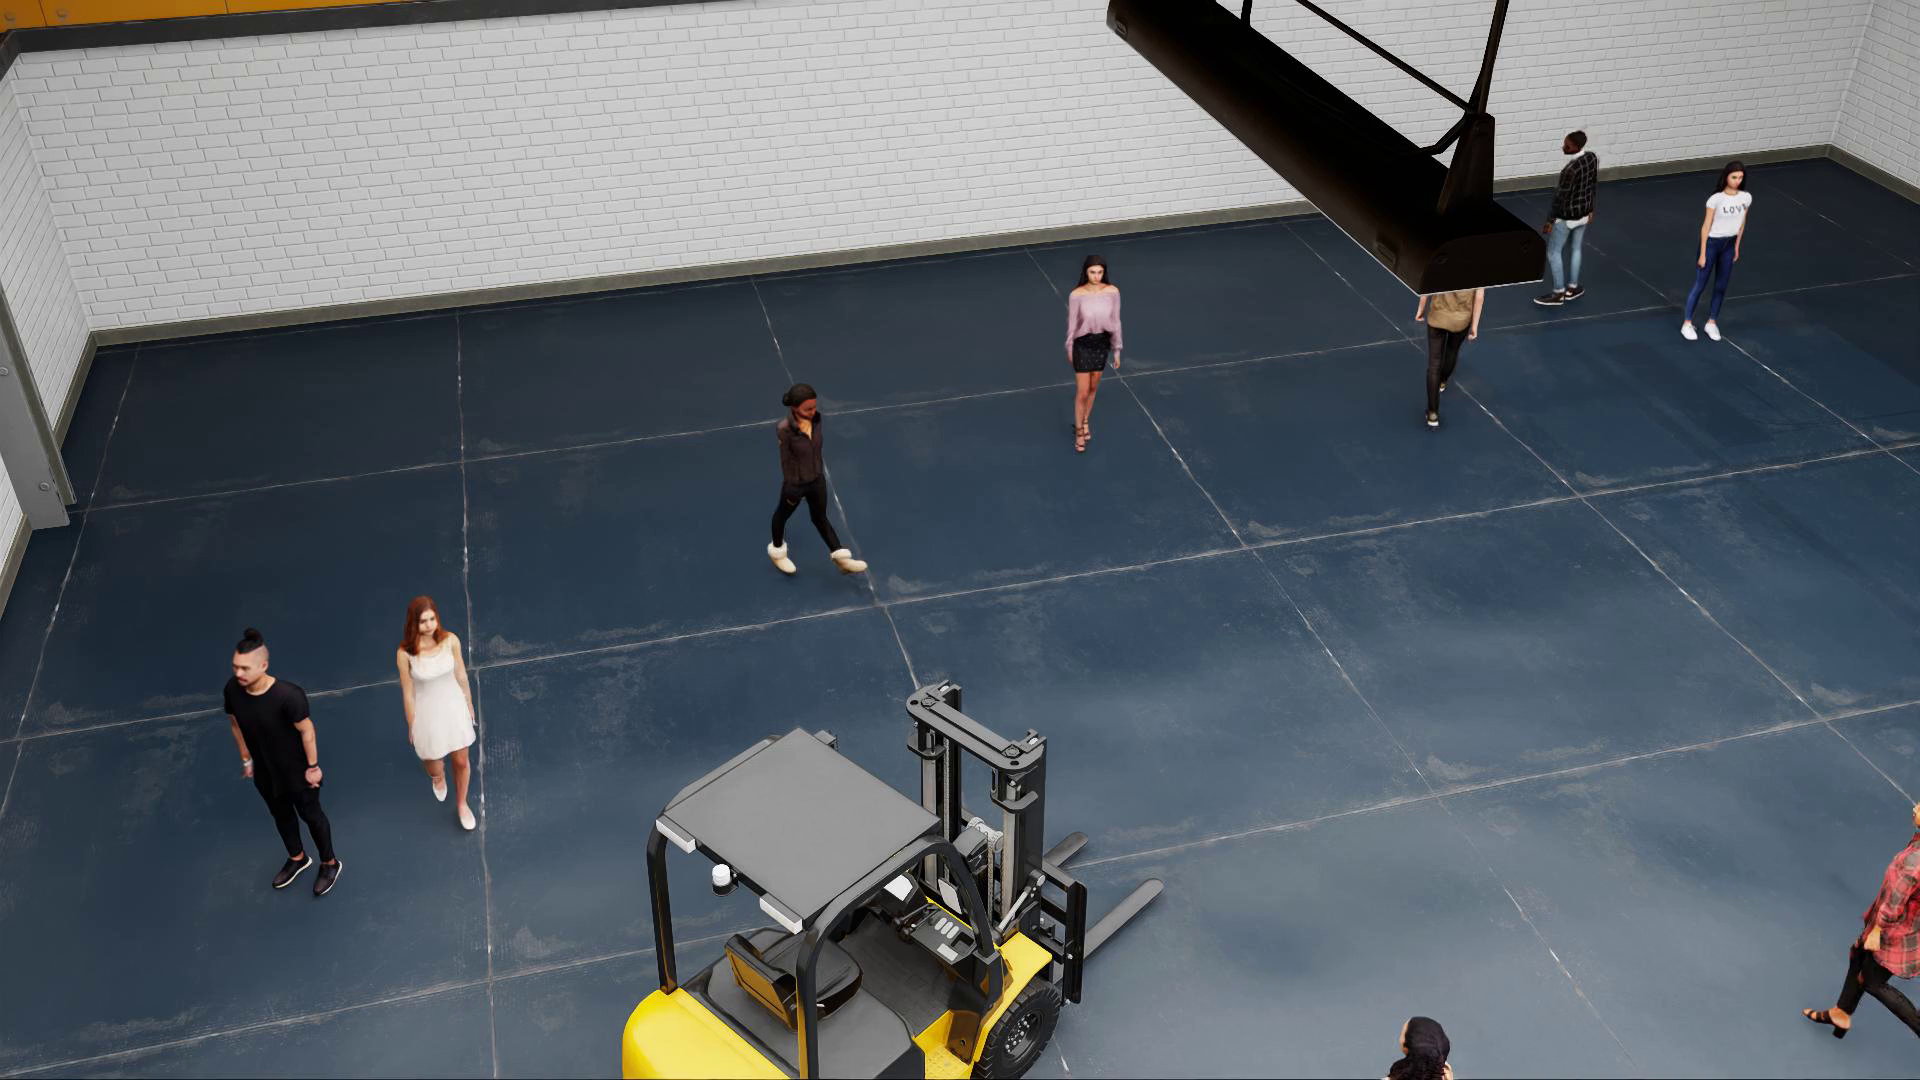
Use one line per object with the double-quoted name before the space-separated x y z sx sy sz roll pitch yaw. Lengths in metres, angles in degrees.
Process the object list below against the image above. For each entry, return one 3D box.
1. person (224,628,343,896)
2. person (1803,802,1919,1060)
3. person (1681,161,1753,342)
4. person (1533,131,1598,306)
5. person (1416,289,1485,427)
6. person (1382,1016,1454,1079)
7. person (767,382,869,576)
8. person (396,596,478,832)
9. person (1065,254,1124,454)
"person" -3.960 1.284 9.716 0.769 1.862 0.766 8 34 12
"person" 4.985 2.073 8.698 1.044 1.674 0.927 23 40 30
"person" 7.207 -2.786 15.922 0.648 1.769 0.584 -5 34 -8
"person" 6.138 -3.218 16.549 0.881 1.796 0.719 -14 36 -20
"person" 4.254 -1.864 14.504 1.060 1.805 1.300 7 34 11
"person" 2.022 2.832 7.517 0.631 1.718 0.862 -12 35 -17
"person" -1.110 -0.372 12.424 0.915 1.621 1.120 -23 40 -31
"person" -3.234 1.020 10.259 0.660 1.700 0.790 -16 37 -23
"person" 1.098 -1.645 14.184 0.629 1.794 0.669 -7 34 -10
